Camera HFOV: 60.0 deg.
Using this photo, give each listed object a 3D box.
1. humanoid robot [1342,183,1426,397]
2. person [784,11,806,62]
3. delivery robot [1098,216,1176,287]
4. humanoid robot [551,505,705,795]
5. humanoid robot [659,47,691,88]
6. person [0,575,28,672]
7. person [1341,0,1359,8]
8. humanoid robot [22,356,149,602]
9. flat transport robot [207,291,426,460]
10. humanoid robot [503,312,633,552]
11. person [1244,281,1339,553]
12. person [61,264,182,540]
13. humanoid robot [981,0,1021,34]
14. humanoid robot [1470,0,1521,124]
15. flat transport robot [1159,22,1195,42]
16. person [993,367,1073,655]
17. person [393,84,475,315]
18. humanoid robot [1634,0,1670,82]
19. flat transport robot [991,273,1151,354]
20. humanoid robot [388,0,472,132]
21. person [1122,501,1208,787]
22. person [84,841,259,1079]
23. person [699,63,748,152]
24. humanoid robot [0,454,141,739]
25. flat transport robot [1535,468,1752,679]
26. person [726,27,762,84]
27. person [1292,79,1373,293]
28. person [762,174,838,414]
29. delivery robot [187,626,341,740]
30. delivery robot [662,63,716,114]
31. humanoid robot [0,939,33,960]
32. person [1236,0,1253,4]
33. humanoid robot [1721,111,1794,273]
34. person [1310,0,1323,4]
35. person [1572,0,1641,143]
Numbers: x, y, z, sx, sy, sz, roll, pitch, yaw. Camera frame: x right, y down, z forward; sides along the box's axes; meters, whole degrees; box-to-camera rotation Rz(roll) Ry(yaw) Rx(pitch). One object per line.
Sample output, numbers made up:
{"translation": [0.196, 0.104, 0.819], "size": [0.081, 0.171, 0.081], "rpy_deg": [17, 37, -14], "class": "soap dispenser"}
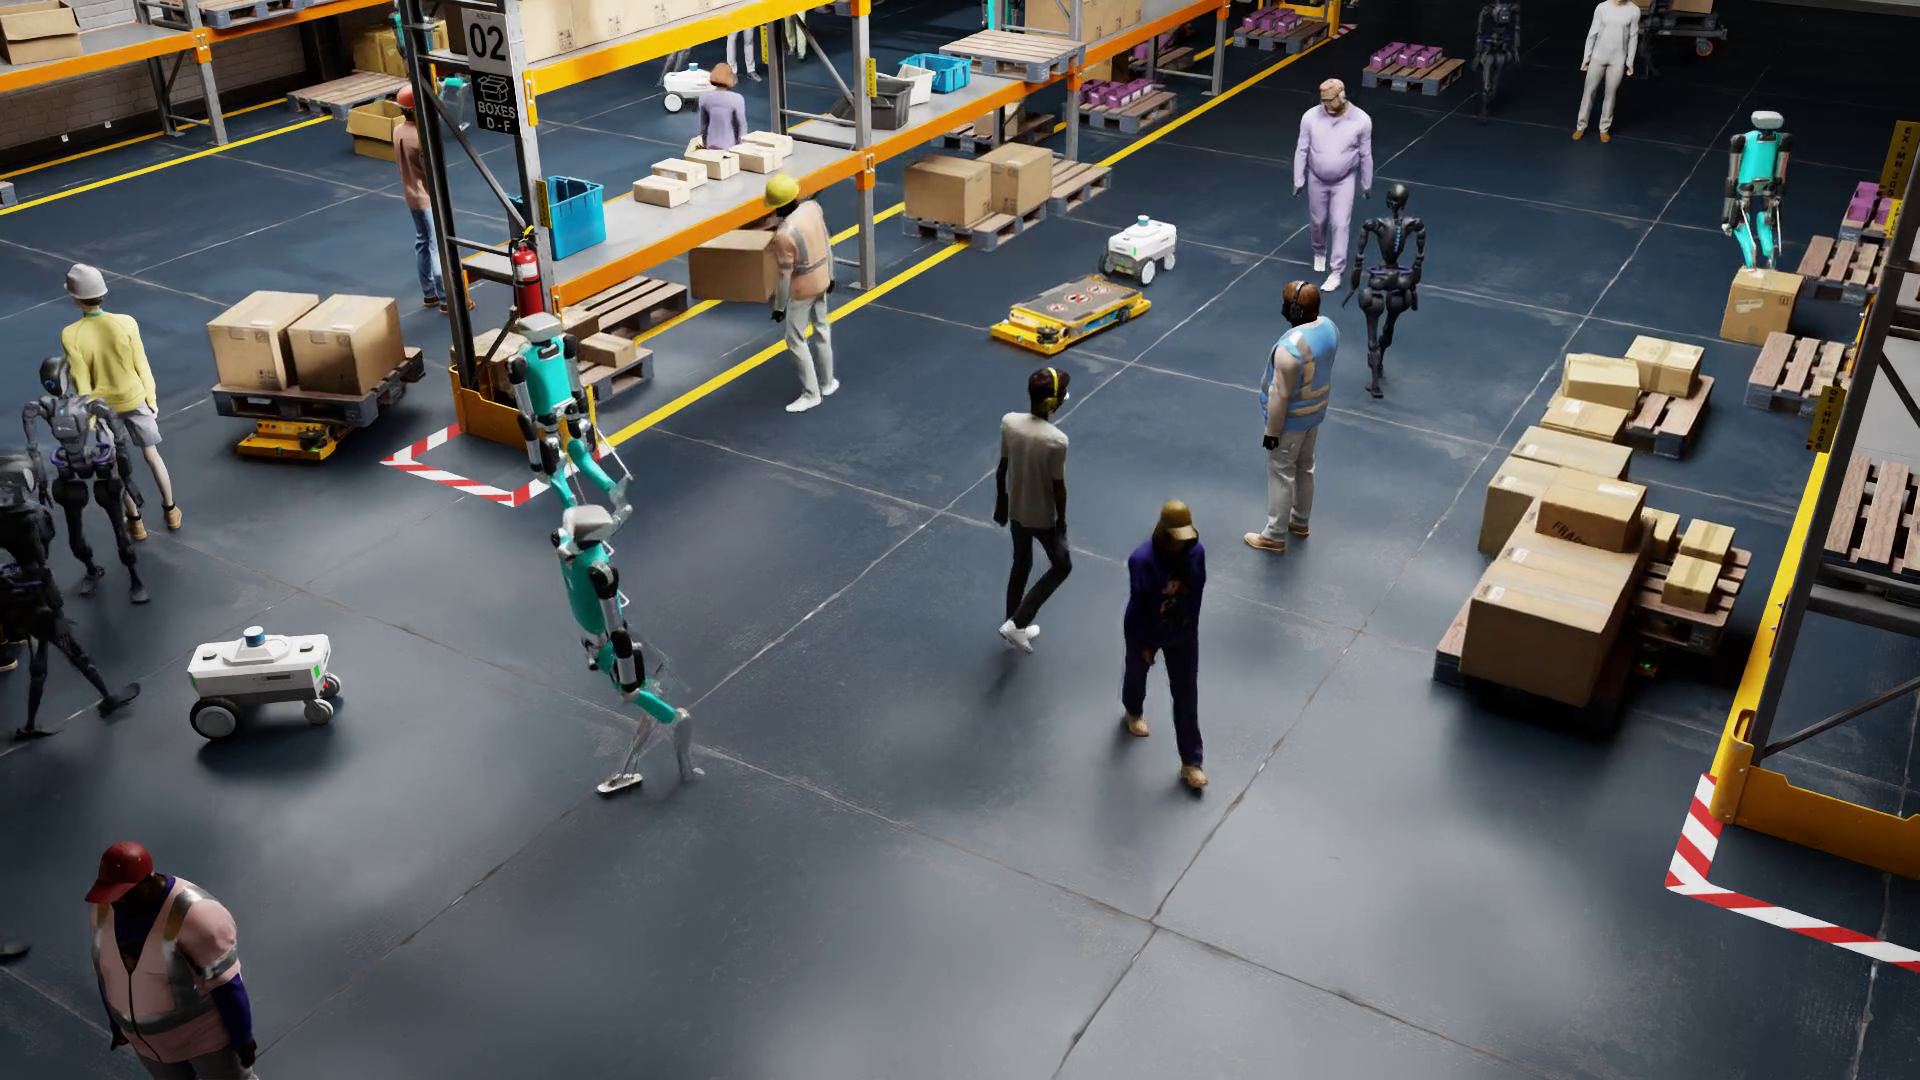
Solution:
{"translation": [3.312, -2.003, 13.078], "size": [0.597, 1.634, 0.720], "rpy_deg": [-3, 30, -5], "class": "humanoid robot"}
{"translation": [-2.272, -7.397, 22.558], "size": [0.558, 1.702, 0.903], "rpy_deg": [-1, 29, -2], "class": "person"}
{"translation": [1.681, -2.706, 15.436], "size": [0.499, 0.592, 0.791], "rpy_deg": [23, 36, 34], "class": "delivery robot"}
{"translation": [-1.602, 0.592, 8.484], "size": [0.758, 1.871, 0.540], "rpy_deg": [-20, 35, -32], "class": "humanoid robot"}
{"translation": [-3.713, -6.622, 21.215], "size": [0.661, 1.852, 0.535], "rpy_deg": [-17, 34, -27], "class": "humanoid robot"}
{"translation": [-5.769, -0.140, 9.480], "size": [0.374, 1.958, 0.605], "rpy_deg": [-8, 30, -13], "class": "person"}
{"translation": [6.030, -9.100, 25.525], "size": [0.320, 1.755, 0.561], "rpy_deg": [-22, 36, -34], "class": "person"}
{"translation": [-5.359, -0.389, 10.217], "size": [0.609, 1.651, 0.425], "rpy_deg": [-6, 30, -10], "class": "humanoid robot"}
{"translation": [-4.853, -1.017, 12.741], "size": [0.659, 0.231, 1.431], "rpy_deg": [5, 30, 8], "class": "flat transport robot"}
{"translation": [-2.354, -0.462, 10.384], "size": [0.722, 1.901, 0.542], "rpy_deg": [18, 34, 29], "class": "humanoid robot"}
{"translation": [2.147, -0.800, 10.770], "size": [0.429, 1.835, 0.627], "rpy_deg": [22, 36, 34], "class": "person"}
{"translation": [-5.489, -0.890, 10.868], "size": [0.473, 1.894, 0.385], "rpy_deg": [-21, 35, -32], "class": "person"}
{"translation": [0.607, -5.860, 19.681], "size": [0.533, 1.677, 0.735], "rpy_deg": [20, 35, 31], "class": "humanoid robot"}
{"translation": [6.396, -5.784, 19.750], "size": [0.602, 1.646, 0.557], "rpy_deg": [-5, 30, -10], "class": "humanoid robot"}
{"translation": [2.752, -7.162, 23.611], "size": [0.659, 0.231, 1.431], "rpy_deg": [17, 33, 27], "class": "flat transport robot"}
{"translation": [0.416, -0.138, 9.581], "size": [0.612, 1.848, 0.456], "rpy_deg": [25, 38, 37], "class": "person"}
{"translation": [-4.601, -2.940, 14.391], "size": [0.376, 1.995, 0.608], "rpy_deg": [-25, 38, -37], "class": "person"}
{"translation": [9.007, -6.791, 21.528], "size": [0.380, 1.637, 0.613], "rpy_deg": [14, 32, 23], "class": "humanoid robot"}
{"translation": [0.977, -1.971, 14.428], "size": [0.659, 0.231, 1.431], "rpy_deg": [24, 37, 36], "class": "flat transport robot"}
{"translation": [-5.965, -5.375, 19.017], "size": [0.541, 1.736, 1.050], "rpy_deg": [11, 31, 19], "class": "humanoid robot"}
{"translation": [1.081, 0.488, 8.743], "size": [0.437, 1.573, 0.832], "rpy_deg": [-6, 30, -11], "class": "person"}
{"translation": [-2.918, 1.821, 6.225], "size": [0.597, 1.747, 0.418], "rpy_deg": [5, 30, 9], "class": "person"}
{"translation": [-2.321, -3.893, 16.454], "size": [0.574, 1.608, 0.428], "rpy_deg": [11, 31, 18], "class": "person"}
{"translation": [-4.967, 0.309, 8.997], "size": [0.651, 1.633, 0.588], "rpy_deg": [-24, 37, -35], "class": "humanoid robot"}
{"translation": [4.122, 0.365, 10.295], "size": [0.659, 0.231, 1.431], "rpy_deg": [17, 34, 27], "class": "flat transport robot"}
{"translation": [-2.836, -6.896, 21.441], "size": [0.487, 1.945, 0.431], "rpy_deg": [-14, 32, -24], "class": "person"}
{"translation": [3.370, -3.251, 15.102], "size": [0.683, 1.861, 0.832], "rpy_deg": [11, 31, 19], "class": "person"}
{"translation": [-1.175, -1.931, 12.735], "size": [0.377, 1.876, 0.721], "rpy_deg": [15, 33, 24], "class": "person"}
{"translation": [-3.917, 0.770, 9.309], "size": [0.811, 0.613, 0.499], "rpy_deg": [-4, 30, -8], "class": "delivery robot"}
{"translation": [-3.279, -5.568, 20.496], "size": [0.782, 0.589, 0.499], "rpy_deg": [2, 30, 4], "class": "delivery robot"}
{"translation": [-4.674, 1.342, 7.204], "size": [0.814, 1.625, 0.616], "rpy_deg": [-16, 33, -26], "class": "humanoid robot"}
{"translation": [4.521, -9.278, 25.766], "size": [0.442, 1.829, 0.568], "rpy_deg": [7, 30, 13], "class": "person"}
{"translation": [6.859, -2.704, 14.267], "size": [0.540, 1.799, 0.807], "rpy_deg": [-2, 30, -3], "class": "humanoid robot"}
{"translation": [5.735, -9.183, 25.590], "size": [0.635, 1.840, 0.429], "rpy_deg": [18, 34, 29], "class": "person"}
{"translation": [7.428, -5.525, 19.065], "size": [0.581, 1.894, 0.370], "rpy_deg": [11, 31, 18], "class": "person"}
